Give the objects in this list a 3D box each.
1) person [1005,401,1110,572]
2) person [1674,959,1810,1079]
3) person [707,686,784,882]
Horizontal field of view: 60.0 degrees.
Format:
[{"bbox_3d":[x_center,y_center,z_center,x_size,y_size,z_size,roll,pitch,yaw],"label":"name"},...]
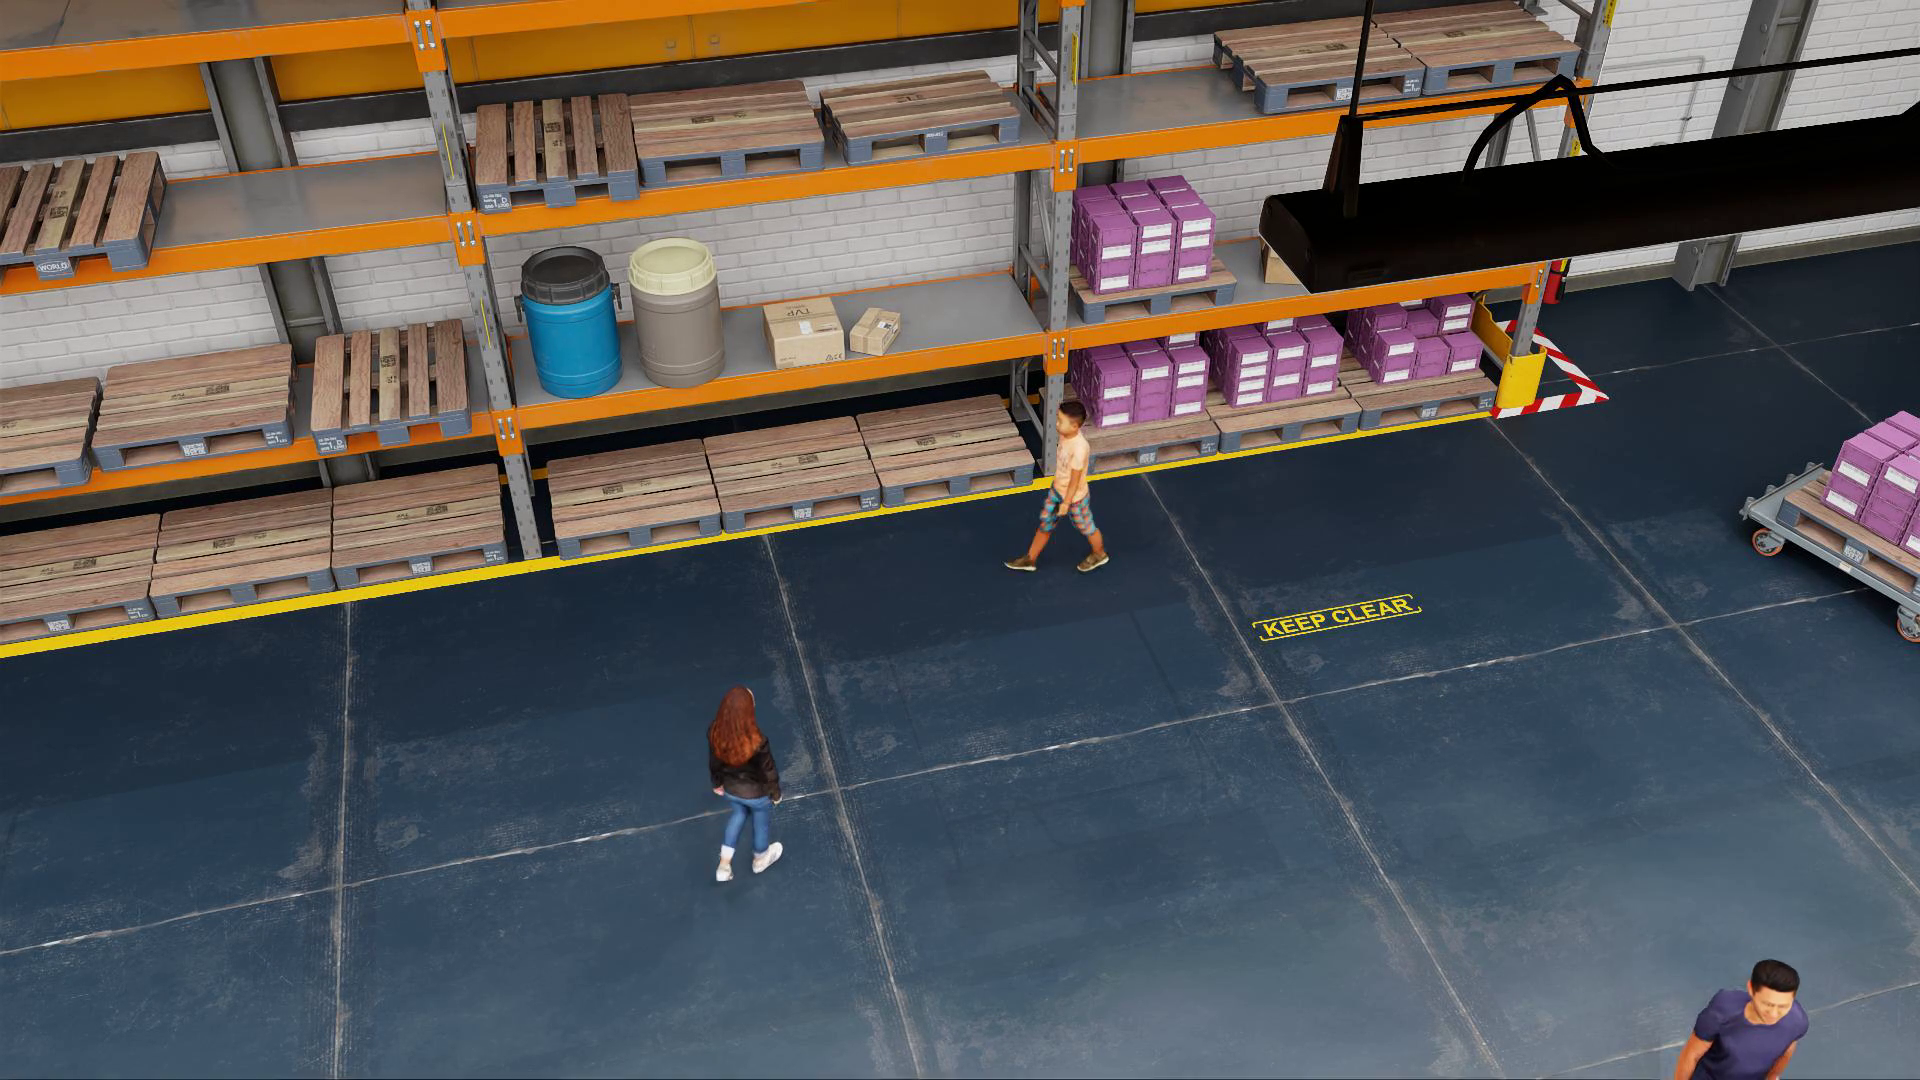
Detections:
[{"bbox_3d":[0.845,-0.344,11.695,1.010,1.424,0.626,-15,41,-18],"label":"person"},{"bbox_3d":[3.601,2.485,7.872,0.837,1.775,0.882,5,39,7],"label":"person"},{"bbox_3d":[-1.241,1.435,9.431,0.794,1.470,0.840,16,41,19],"label":"person"}]
